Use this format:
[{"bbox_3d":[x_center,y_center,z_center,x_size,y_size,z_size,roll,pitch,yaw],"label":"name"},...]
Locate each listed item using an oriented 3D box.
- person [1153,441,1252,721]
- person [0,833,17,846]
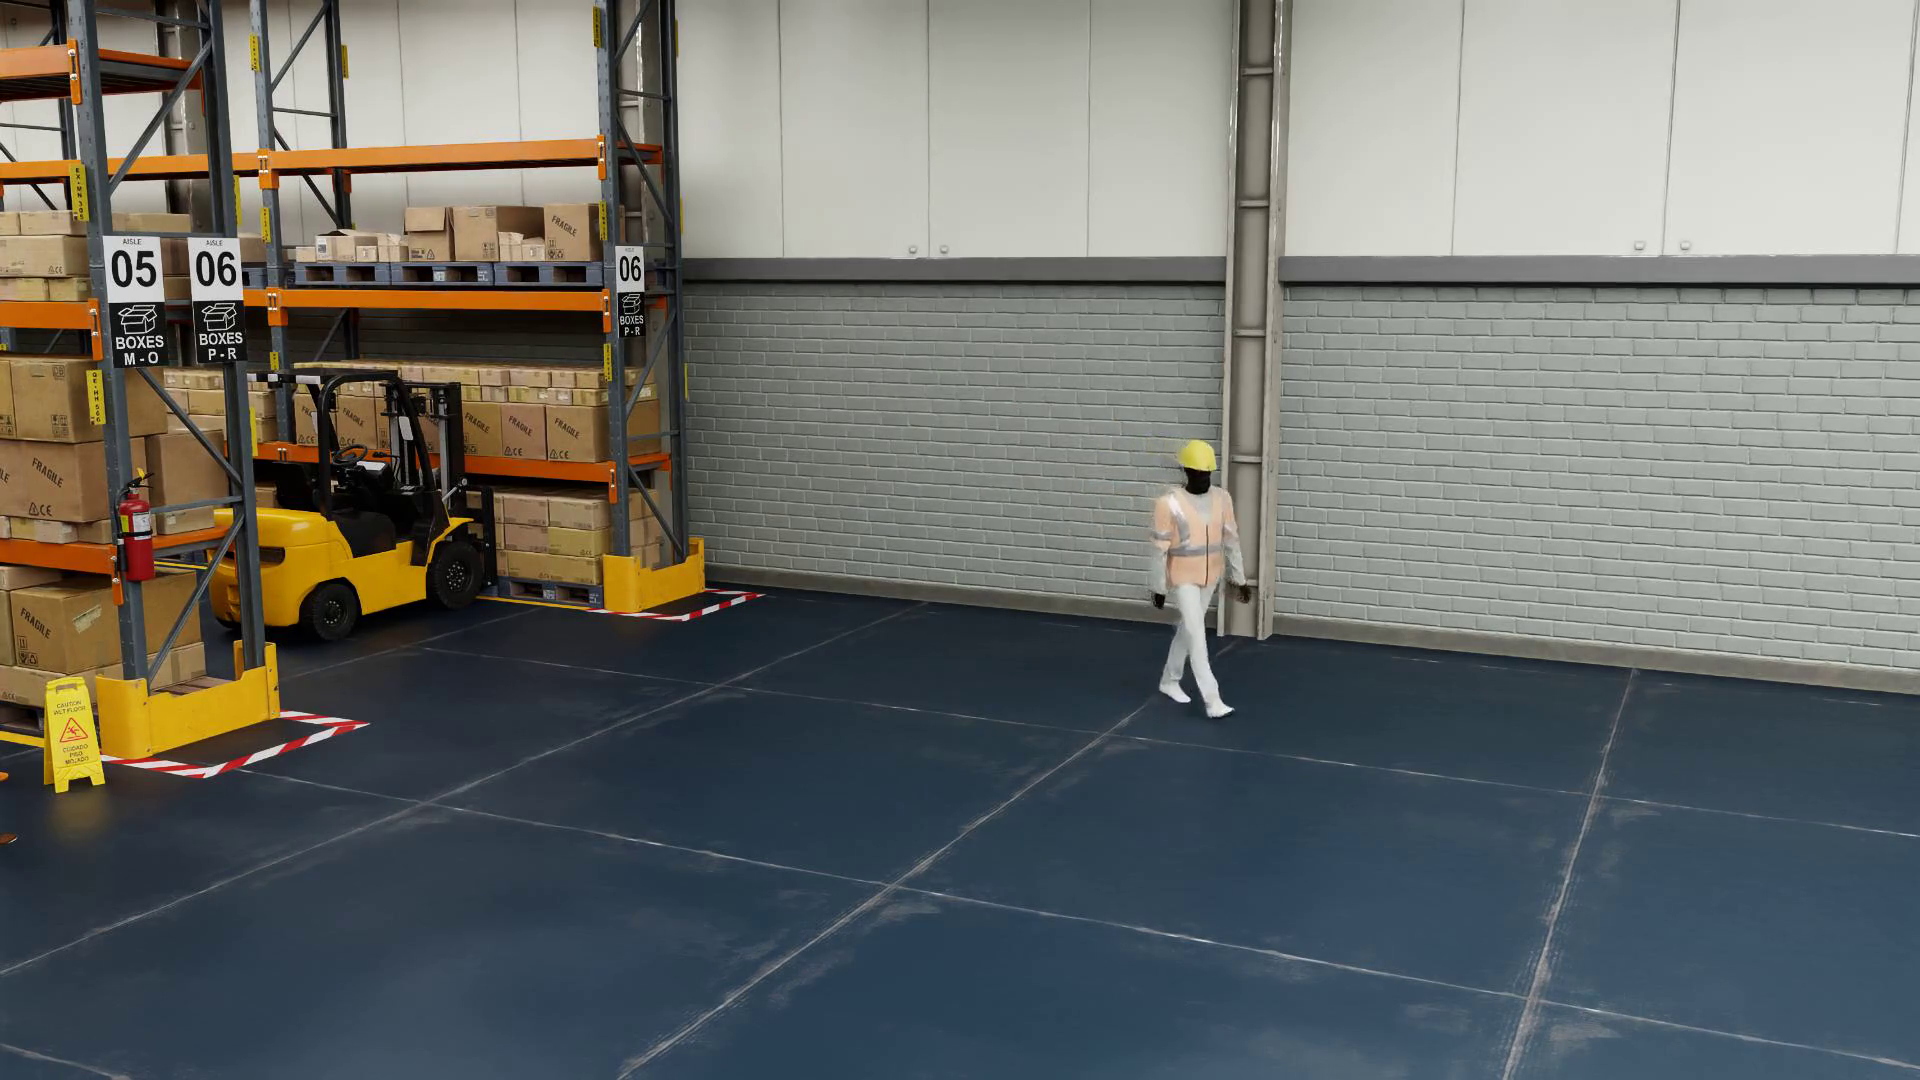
[{"bbox_3d":[1.636,0.260,11.333,0.611,1.873,0.985,-5,11,-29],"label":"person"},{"bbox_3d":[-5.242,0.818,8.658,0.500,1.633,0.279,2,10,13],"label":"person"}]
